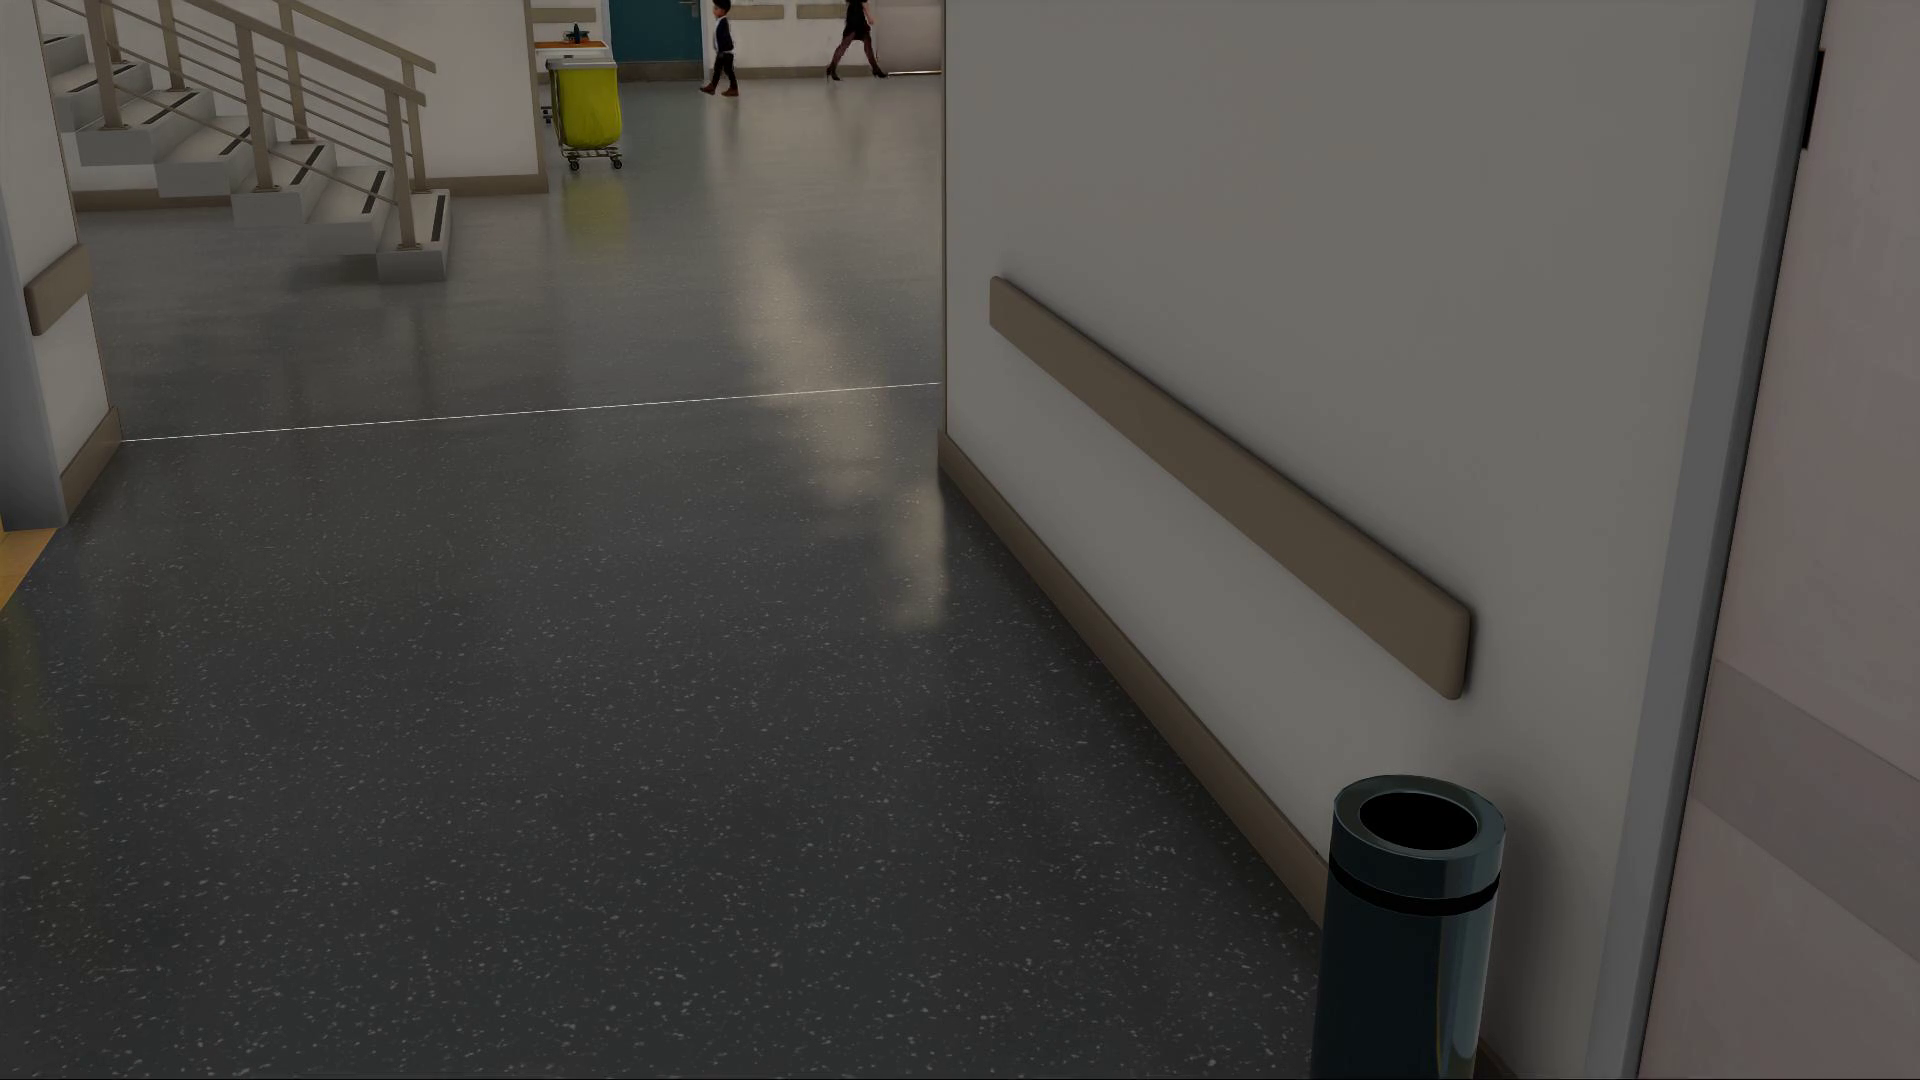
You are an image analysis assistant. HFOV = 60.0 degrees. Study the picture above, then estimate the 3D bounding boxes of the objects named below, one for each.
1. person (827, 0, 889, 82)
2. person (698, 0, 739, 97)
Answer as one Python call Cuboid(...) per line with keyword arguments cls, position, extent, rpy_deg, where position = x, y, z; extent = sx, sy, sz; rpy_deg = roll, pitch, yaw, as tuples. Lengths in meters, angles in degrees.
Cuboid(cls="person", position=(-1.495, -6.992, 22.422), extent=(1.102, 1.648, 0.624), rpy_deg=(-7, 22, -17))
Cuboid(cls="person", position=(-2.936, -6.216, 20.996), extent=(0.719, 1.207, 0.533), rpy_deg=(-6, 22, -17))
